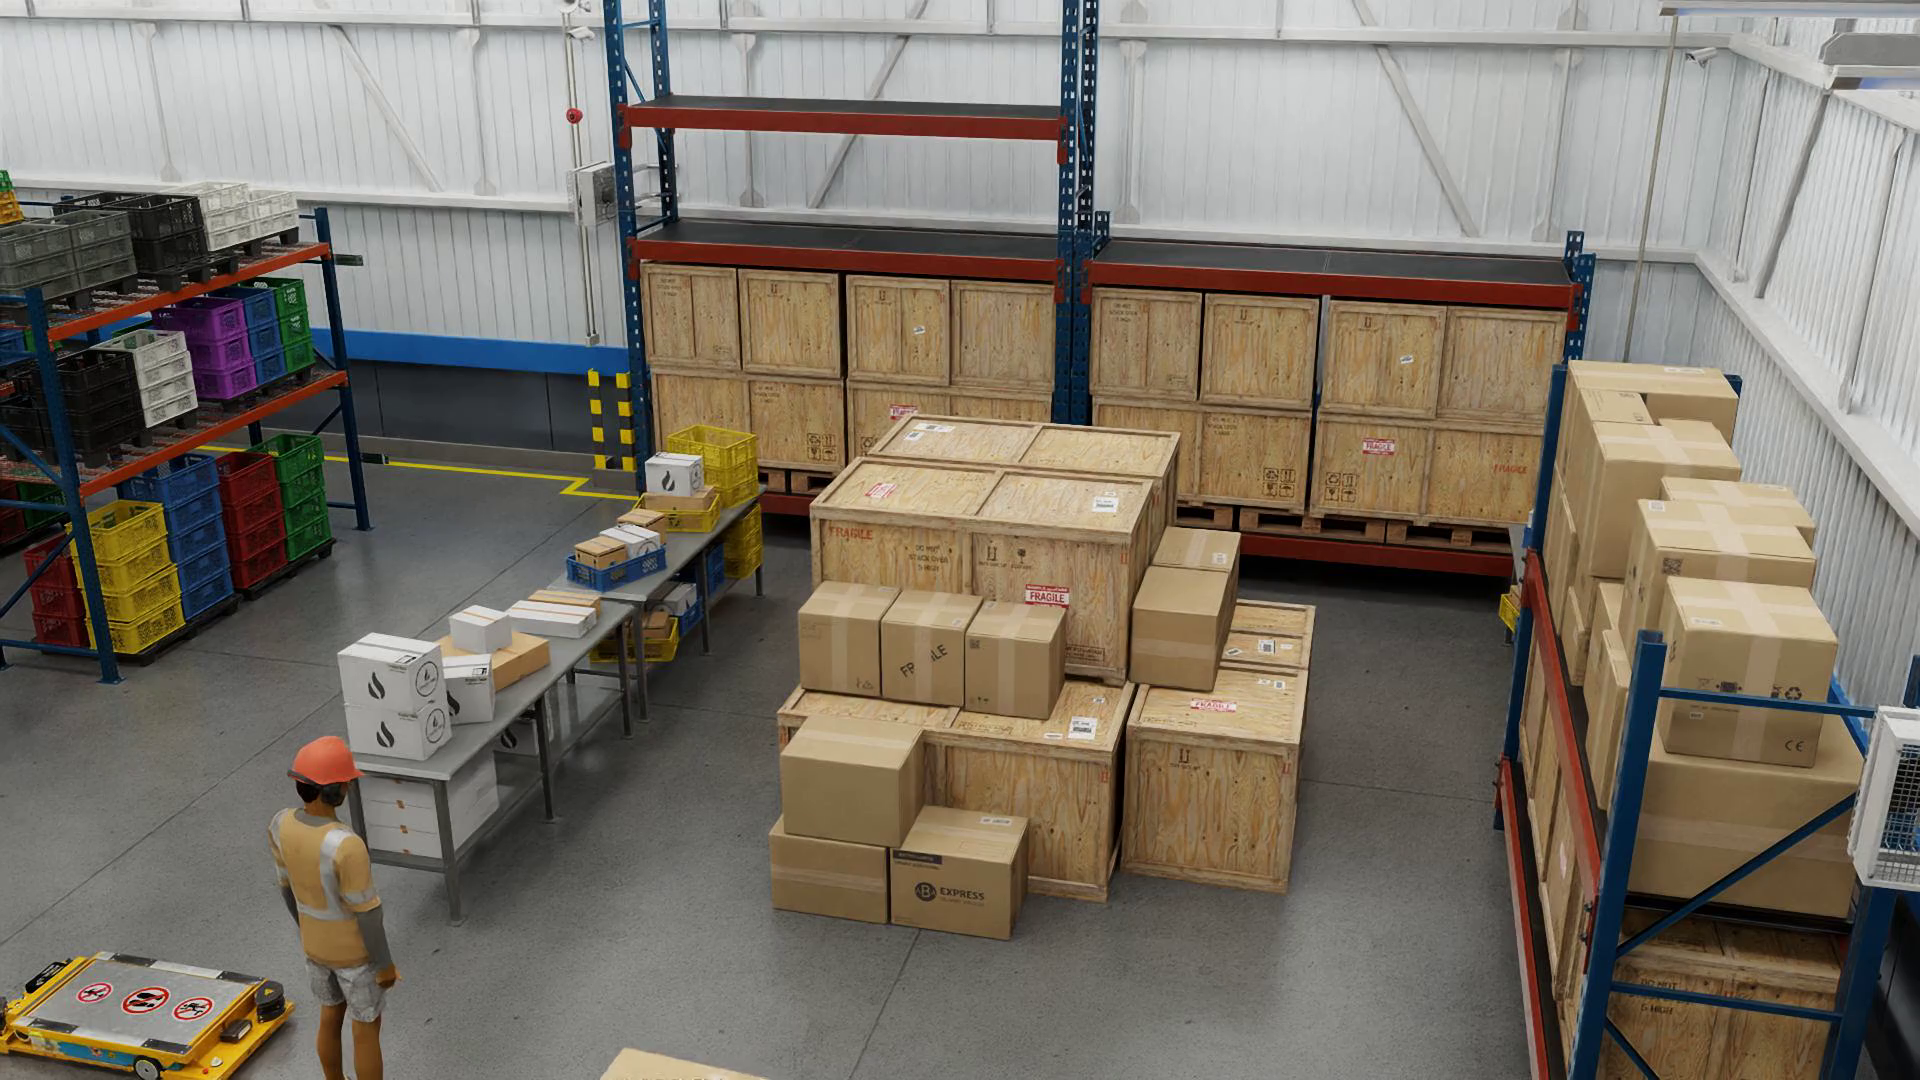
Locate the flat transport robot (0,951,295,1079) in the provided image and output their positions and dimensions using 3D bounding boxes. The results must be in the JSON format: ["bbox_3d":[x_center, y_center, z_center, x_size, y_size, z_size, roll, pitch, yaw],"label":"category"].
[{"bbox_3d":[-4.270,2.464,8.601,1.431,0.231,0.659,5,22,13],"label":"flat transport robot"}]

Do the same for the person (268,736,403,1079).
[{"bbox_3d":[-2.851,1.853,7.731,0.604,2.034,0.387,13,24,30],"label":"person"}]
